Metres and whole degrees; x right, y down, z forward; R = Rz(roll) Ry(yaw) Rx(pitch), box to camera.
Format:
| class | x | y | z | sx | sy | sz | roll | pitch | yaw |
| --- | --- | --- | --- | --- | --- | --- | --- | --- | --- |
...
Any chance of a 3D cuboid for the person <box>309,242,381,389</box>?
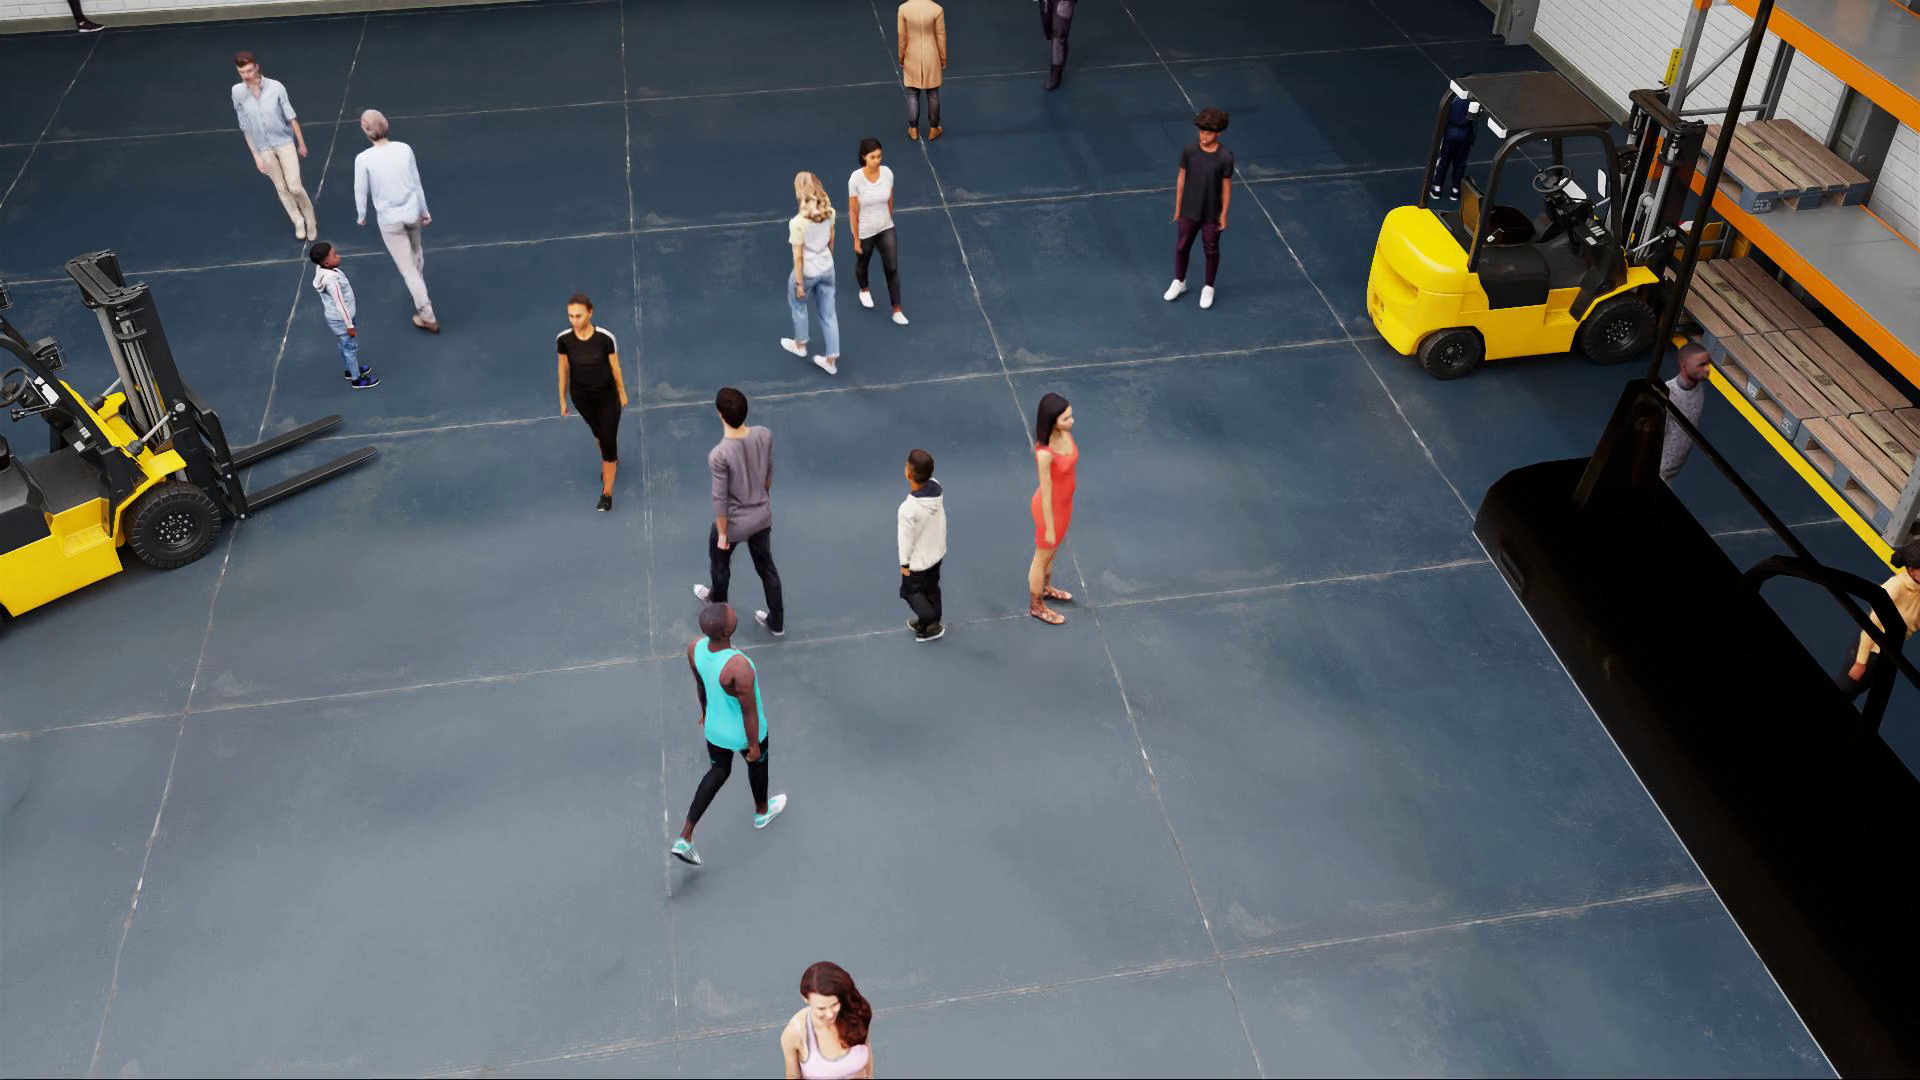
| class | x | y | z | sx | sy | sz | roll | pitch | yaw |
| --- | --- | --- | --- | --- | --- | --- | --- | --- | --- |
| person | -4.954 | -1.808 | 13.282 | 0.608 | 1.261 | 0.519 | -21 | 43 | -24 |

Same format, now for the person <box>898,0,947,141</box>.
| class | x | y | z | sx | sy | sz | roll | pitch | yaw |
| --- | --- | --- | --- | --- | --- | --- | --- | --- | --- |
| person | -0.383 | -4.874 | 16.748 | 0.705 | 1.726 | 0.698 | 3 | 39 | 3 |

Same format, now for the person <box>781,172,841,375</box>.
| class | x | y | z | sx | sy | sz | roll | pitch | yaw |
| --- | --- | --- | --- | --- | --- | --- | --- | --- | --- |
| person | -1.100 | -2.088 | 13.279 | 0.902 | 1.702 | 1.004 | -30 | 48 | -32 |

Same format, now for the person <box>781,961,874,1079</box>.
| class | x | y | z | sx | sy | sz | roll | pitch | yaw |
| --- | --- | --- | --- | --- | --- | --- | --- | --- | --- |
| person | -0.575 | 2.506 | 7.475 | 0.653 | 1.766 | 0.614 | -16 | 41 | -19 |

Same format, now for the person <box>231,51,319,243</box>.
| class | x | y | z | sx | sy | sz | roll | pitch | yaw |
| --- | --- | --- | --- | --- | --- | --- | --- | --- | --- |
| person | -6.201 | -3.605 | 15.082 | 0.630 | 1.823 | 0.667 | -8 | 39 | -10 |

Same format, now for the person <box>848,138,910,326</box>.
| class | x | y | z | sx | sy | sz | roll | pitch | yaw |
| --- | --- | --- | --- | --- | --- | --- | --- | --- | --- |
| person | -0.783 | -2.651 | 14.059 | 0.721 | 1.608 | 1.027 | -14 | 41 | -17 |

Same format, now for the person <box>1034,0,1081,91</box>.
| class | x | y | z | sx | sy | sz | roll | pitch | yaw |
| --- | --- | --- | --- | --- | --- | --- | --- | --- | --- |
| person | 1.071 | -5.865 | 17.866 | 1.130 | 1.880 | 1.259 | 19 | 42 | 22 |

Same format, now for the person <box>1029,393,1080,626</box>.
| class | x | y | z | sx | sy | sz | roll | pitch | yaw |
| --- | --- | --- | --- | --- | --- | --- | --- | --- | --- |
| person | 0.604 | -0.218 | 10.925 | 0.719 | 1.718 | 0.588 | 10 | 40 | 12 |

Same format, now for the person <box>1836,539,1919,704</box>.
| class | x | y | z | sx | sy | sz | roll | pitch | yaw |
| --- | --- | --- | --- | --- | --- | --- | --- | --- | --- |
| person | 5.439 | 0.637 | 9.905 | 0.678 | 1.654 | 0.695 | -22 | 44 | -25 |

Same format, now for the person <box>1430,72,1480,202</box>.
| class | x | y | z | sx | sy | sz | roll | pitch | yaw |
| --- | --- | --- | --- | --- | --- | --- | --- | --- | --- |
| person | 4.735 | -3.848 | 15.841 | 0.559 | 1.255 | 0.564 | 7 | 39 | 8 |

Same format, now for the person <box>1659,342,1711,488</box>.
| class | x | y | z | sx | sy | sz | roll | pitch | yaw |
| --- | --- | --- | --- | --- | --- | --- | --- | --- | --- |
| person | 4.713 | -0.537 | 11.228 | 0.758 | 1.838 | 0.743 | -28 | 47 | -31 |

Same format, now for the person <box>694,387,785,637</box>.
| class | x | y | z | sx | sy | sz | roll | pitch | yaw |
| --- | --- | --- | --- | --- | --- | --- | --- | --- | --- |
| person | -1.336 | -0.115 | 10.709 | 1.017 | 1.826 | 1.126 | -31 | 48 | -33 |

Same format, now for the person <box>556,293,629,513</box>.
| class | x | y | z | sx | sy | sz | roll | pitch | yaw |
| --- | --- | --- | --- | --- | --- | --- | --- | --- | --- |
| person | -2.627 | -1.098 | 12.091 | 0.801 | 1.637 | 1.082 | 4 | 39 | 5 |

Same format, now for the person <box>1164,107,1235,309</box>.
| class | x | y | z | sx | sy | sz | roll | pitch | yaw |
| --- | --- | --- | --- | --- | --- | --- | --- | --- | --- |
| person | 2.071 | -2.846 | 14.165 | 0.721 | 1.780 | 0.745 | 16 | 41 | 19 |

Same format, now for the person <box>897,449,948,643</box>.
| class | x | y | z | sx | sy | sz | roll | pitch | yaw |
| --- | --- | --- | --- | --- | --- | --- | --- | --- | --- |
| person | -0.178 | 0.089 | 10.767 | 0.769 | 1.435 | 0.712 | 22 | 44 | 25 |

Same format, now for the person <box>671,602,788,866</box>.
| class | x | y | z | sx | sy | sz | roll | pitch | yaw |
| --- | --- | --- | --- | --- | --- | --- | --- | --- | --- |
| person | -1.332 | 1.095 | 9.226 | 1.078 | 1.785 | 1.127 | 25 | 45 | 27 |

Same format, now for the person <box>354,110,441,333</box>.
| class | x | y | z | sx | sy | sz | roll | pitch | yaw |
| --- | --- | --- | --- | --- | --- | --- | --- | --- | --- |
| person | -4.602 | -2.603 | 13.813 | 1.028 | 1.841 | 1.264 | -29 | 47 | -31 |
